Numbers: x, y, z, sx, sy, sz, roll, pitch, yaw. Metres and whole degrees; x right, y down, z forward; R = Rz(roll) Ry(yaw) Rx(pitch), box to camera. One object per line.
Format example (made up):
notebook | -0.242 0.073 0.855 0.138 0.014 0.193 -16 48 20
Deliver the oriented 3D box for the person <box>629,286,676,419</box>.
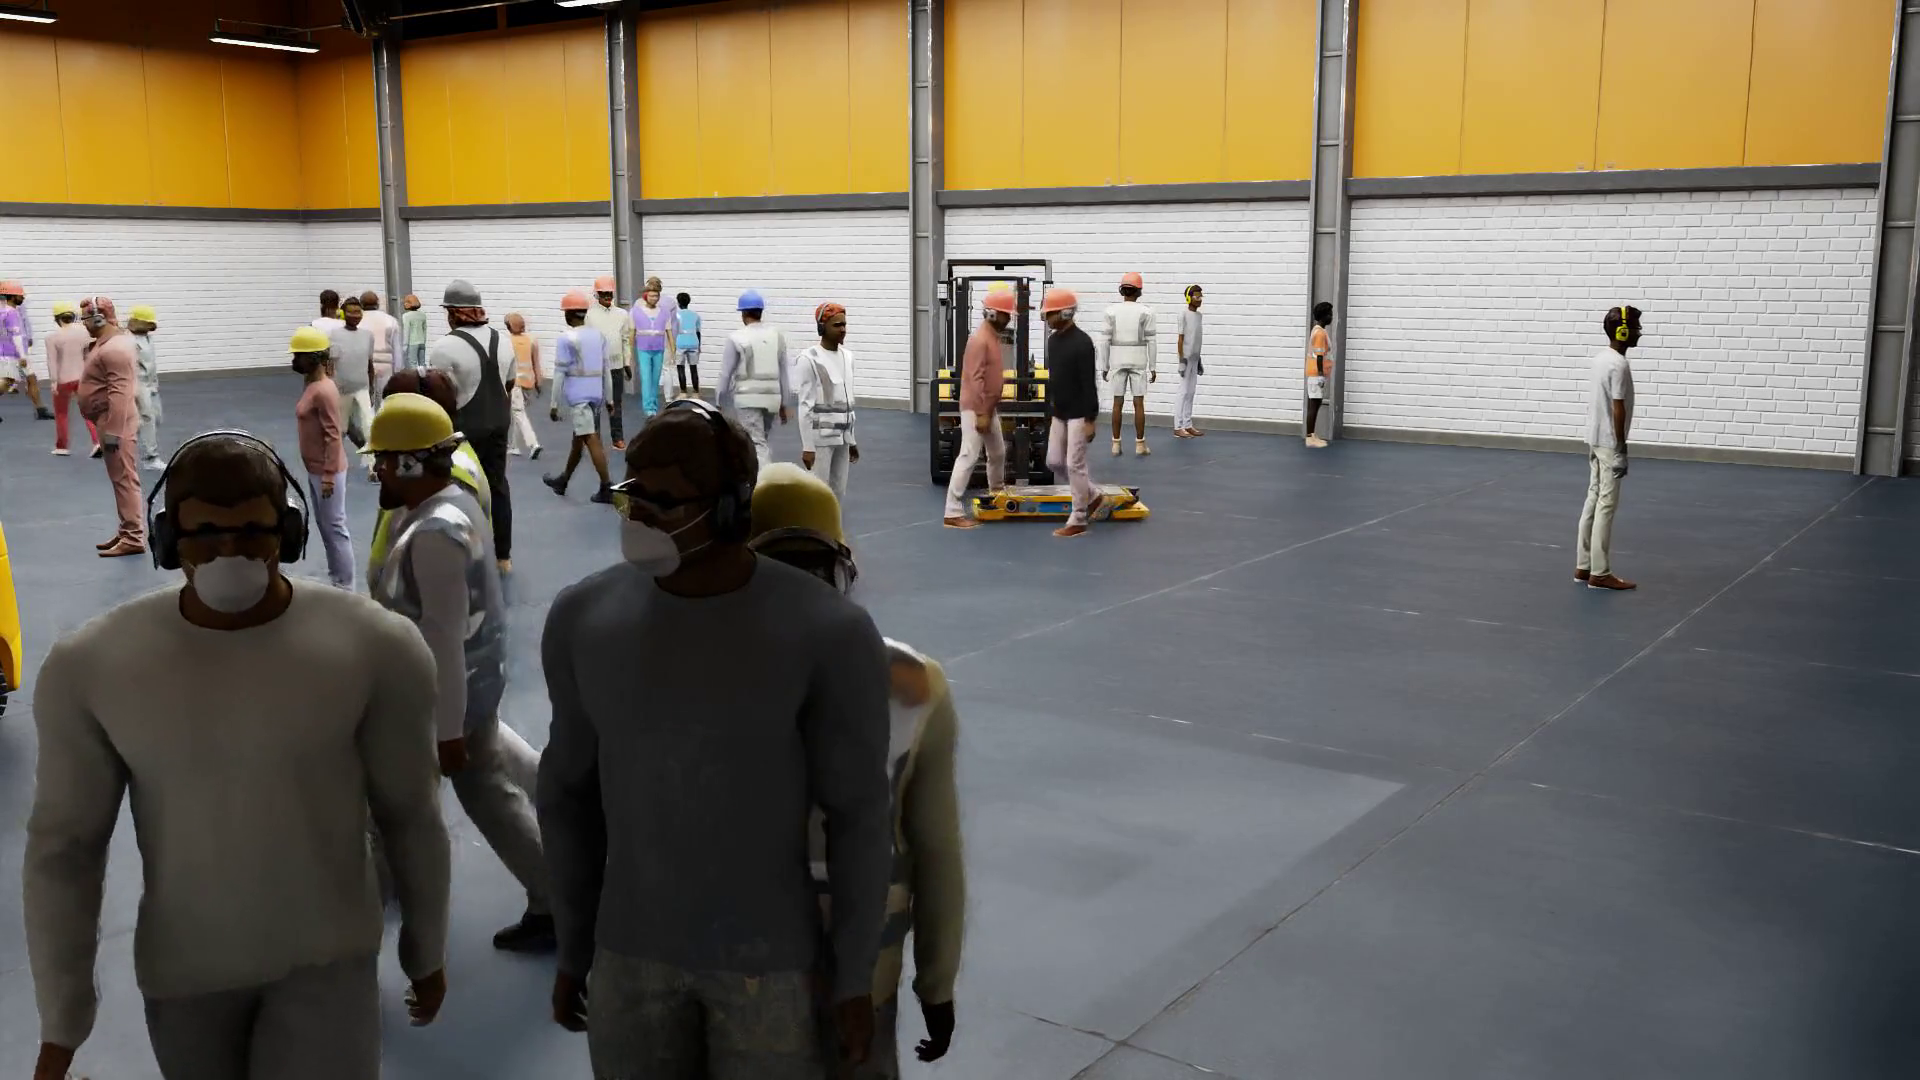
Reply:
person | -4.124 -2.513 22.470 0.596 1.816 0.763 -5 11 -27

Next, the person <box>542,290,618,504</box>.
person | -3.460 -1.281 14.926 0.993 1.887 0.571 6 11 30

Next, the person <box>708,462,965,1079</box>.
person | -0.297 0.760 3.059 0.594 1.801 0.454 -1 10 -6

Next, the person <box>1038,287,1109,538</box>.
person | 0.897 -0.991 13.002 0.645 1.966 0.659 -5 11 -29

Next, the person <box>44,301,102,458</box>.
person | -9.750 -1.763 18.302 0.893 1.726 0.537 7 12 36

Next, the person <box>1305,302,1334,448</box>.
person | 4.167 -1.913 19.307 0.319 1.689 0.538 2 10 11

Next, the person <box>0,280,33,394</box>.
person | -15.422 -3.279 26.917 0.665 1.868 0.518 -3 10 -16

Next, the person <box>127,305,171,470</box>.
person | -8.482 -1.564 17.148 0.609 1.706 0.537 0 10 0

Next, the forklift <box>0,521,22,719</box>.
forklift | -5.296 -0.090 6.943 1.214 2.155 2.313 7 12 35

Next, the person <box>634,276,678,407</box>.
person | -4.453 -2.889 24.372 0.630 1.940 0.373 -4 10 -21

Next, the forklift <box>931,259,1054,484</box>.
forklift | 0.370 -1.738 16.759 1.214 2.155 2.313 1 10 3

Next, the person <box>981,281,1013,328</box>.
person | 0.429 -2.077 19.576 0.376 1.922 0.594 -3 10 -15

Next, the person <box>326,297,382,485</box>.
person | -5.935 -1.459 16.235 0.518 1.823 0.994 -7 12 -37

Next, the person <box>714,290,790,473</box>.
person | -1.823 -1.173 14.231 0.627 1.900 0.956 -9 13 -43

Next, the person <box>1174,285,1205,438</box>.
person | 2.842 -2.193 20.432 0.335 1.873 0.521 7 12 38

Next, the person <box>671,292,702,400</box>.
person | -4.226 -2.980 25.686 0.546 1.681 0.365 -6 11 -34

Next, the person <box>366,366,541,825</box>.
person | -1.740 0.303 5.771 0.821 1.818 0.634 -3 10 -18

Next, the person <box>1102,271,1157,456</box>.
person | 1.882 -1.949 18.463 0.614 2.040 0.391 3 10 15

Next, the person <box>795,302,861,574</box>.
person | -0.889 -0.667 11.303 0.337 1.882 0.585 6 11 30

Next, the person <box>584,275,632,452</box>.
person | -4.004 -1.989 18.844 0.612 1.995 0.382 -7 12 -37

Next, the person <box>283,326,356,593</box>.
person | -3.906 -0.414 10.145 0.320 1.767 0.534 -6 11 -30

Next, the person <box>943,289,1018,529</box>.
person | 0.235 -1.080 13.628 0.561 1.948 0.792 3 10 16

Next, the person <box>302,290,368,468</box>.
person | -6.501 -1.683 17.413 0.946 1.869 0.618 4 10 20

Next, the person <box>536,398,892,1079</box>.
person | -0.427 0.721 2.880 0.629 1.937 0.379 2 10 14

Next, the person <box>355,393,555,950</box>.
person | -1.596 0.442 5.019 0.906 1.781 0.606 -2 10 -9

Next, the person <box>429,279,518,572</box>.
person | -3.377 -0.754 11.352 0.536 2.000 0.674 5 11 29

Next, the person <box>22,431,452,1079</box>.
person | -1.212 0.756 2.830 0.651 1.875 1.053 -2 10 -11

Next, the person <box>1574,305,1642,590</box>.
person | 4.311 -0.609 11.016 0.329 1.867 0.513 0 10 2

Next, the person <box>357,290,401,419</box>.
person | -6.765 -1.952 19.135 0.630 1.831 0.437 -5 11 -28

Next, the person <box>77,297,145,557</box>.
person | -6.246 -0.830 12.229 0.406 1.902 0.639 -5 11 -27

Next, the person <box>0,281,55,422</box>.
person | -12.744 -2.524 22.349 0.986 1.896 0.560 -5 11 -29

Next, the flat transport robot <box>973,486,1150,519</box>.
flat transport robot | 0.843 -0.326 14.065 1.431 0.197 0.652 -1 10 -3

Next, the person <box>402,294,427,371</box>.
person | -8.656 -3.079 26.405 0.286 1.636 0.500 4 10 22

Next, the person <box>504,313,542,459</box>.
person | -4.820 -1.689 18.247 0.517 1.604 0.823 -9 13 -43
